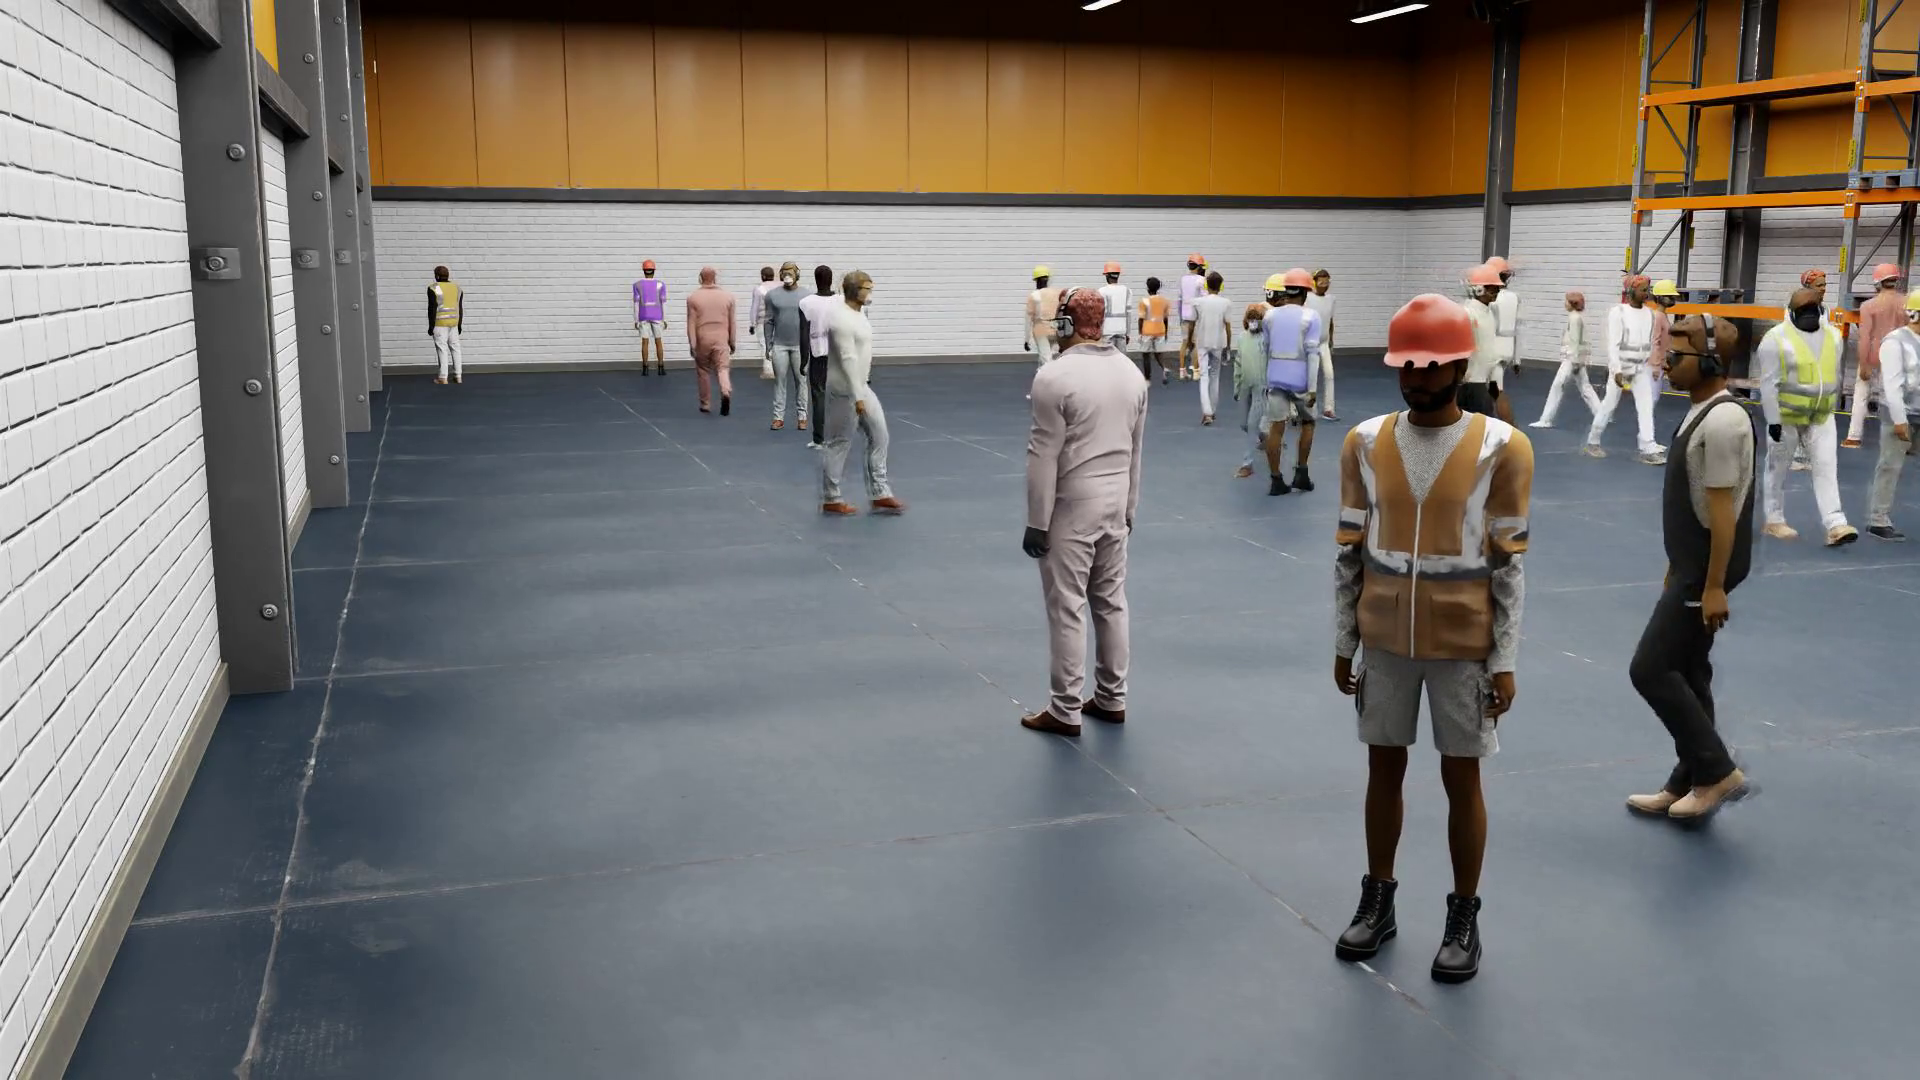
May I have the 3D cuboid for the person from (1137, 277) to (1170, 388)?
[{"bbox_3d":[2.930,-3.119,25.051,0.546,1.680,0.560,-4,11,-24],"label":"person"}]

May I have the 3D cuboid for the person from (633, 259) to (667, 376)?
[{"bbox_3d":[-5.159,-3.704,27.731,0.551,1.932,0.378,-2,10,-10],"label":"person"}]

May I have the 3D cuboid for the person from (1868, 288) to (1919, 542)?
[{"bbox_3d":[6.725,-0.848,11.572,0.604,1.809,0.719,-4,10,-20],"label":"person"}]

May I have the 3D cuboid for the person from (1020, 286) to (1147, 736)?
[{"bbox_3d":[0.506,-0.123,7.118,0.645,1.903,0.402,-10,14,-44],"label":"person"}]

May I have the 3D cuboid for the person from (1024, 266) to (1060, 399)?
[{"bbox_3d":[1.184,-2.803,22.734,0.591,1.874,1.005,-7,12,-34],"label":"person"}]

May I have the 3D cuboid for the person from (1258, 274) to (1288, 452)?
[{"bbox_3d":[3.222,-1.830,17.189,0.404,1.829,0.591,8,13,40],"label":"person"}]

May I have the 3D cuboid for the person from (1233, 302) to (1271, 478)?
[{"bbox_3d":[2.755,-1.385,15.257,0.613,1.608,0.515,-8,13,-38],"label":"person"}]

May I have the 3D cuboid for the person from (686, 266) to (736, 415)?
[{"bbox_3d":[-3.133,-2.519,21.048,0.646,1.881,0.868,-3,10,-18],"label":"person"}]

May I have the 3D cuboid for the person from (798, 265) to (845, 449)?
[{"bbox_3d":[-1.391,-1.895,17.319,0.591,1.915,0.393,-4,10,-20],"label":"person"}]

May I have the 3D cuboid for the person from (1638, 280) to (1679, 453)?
[{"bbox_3d":[7.192,-1.788,17.128,0.314,1.769,0.524,5,11,27],"label":"person"}]

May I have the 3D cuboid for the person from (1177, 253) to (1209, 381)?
[{"bbox_3d":[3.764,-3.575,26.704,0.392,2.034,0.607,-10,14,-44],"label":"person"}]

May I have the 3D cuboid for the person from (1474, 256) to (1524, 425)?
[{"bbox_3d":[5.350,-1.872,16.952,0.634,1.991,1.011,-6,12,-33],"label":"person"}]

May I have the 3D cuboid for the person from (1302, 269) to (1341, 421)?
[{"bbox_3d":[4.397,-2.357,20.217,0.501,1.832,0.805,-2,10,-14],"label":"person"}]

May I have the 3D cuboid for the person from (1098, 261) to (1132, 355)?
[{"bbox_3d":[2.097,-2.878,22.952,0.551,1.932,0.378,-5,11,-29],"label":"person"}]

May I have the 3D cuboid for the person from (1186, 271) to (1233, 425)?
[{"bbox_3d":[2.985,-2.295,19.905,0.532,1.831,0.958,1,10,3],"label":"person"}]

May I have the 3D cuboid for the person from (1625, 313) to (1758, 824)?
[{"bbox_3d":[2.580,0.118,5.899,0.398,1.832,0.553,3,10,17],"label":"person"}]

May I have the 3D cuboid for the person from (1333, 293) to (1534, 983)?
[{"bbox_3d":[1.302,0.280,4.691,0.542,1.932,0.382,6,11,31],"label":"person"}]

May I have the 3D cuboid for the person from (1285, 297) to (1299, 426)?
[{"bbox_3d":[3.845,-2.114,19.533,0.499,1.583,0.857,2,10,11],"label":"person"}]

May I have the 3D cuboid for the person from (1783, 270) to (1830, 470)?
[{"bbox_3d":[7.997,-1.604,15.728,0.574,1.883,0.356,-6,11,-30],"label":"person"}]

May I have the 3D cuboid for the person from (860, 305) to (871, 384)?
[{"bbox_3d":[-1.649,-3.207,25.873,0.528,1.579,0.908,-5,11,-25],"label":"person"}]

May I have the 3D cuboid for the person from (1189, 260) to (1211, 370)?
[{"bbox_3d":[4.180,-3.924,29.025,0.588,1.928,0.384,4,11,22],"label":"person"}]

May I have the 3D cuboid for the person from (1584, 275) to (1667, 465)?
[{"bbox_3d":[6.536,-1.671,16.285,0.580,1.838,0.998,-3,10,-16],"label":"person"}]

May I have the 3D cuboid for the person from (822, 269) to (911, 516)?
[{"bbox_3d":[-0.718,-1.112,12.814,0.807,1.913,0.634,3,10,15],"label":"person"}]

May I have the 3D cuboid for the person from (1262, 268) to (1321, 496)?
[{"bbox_3d":[2.835,-1.339,14.105,0.561,1.906,0.677,7,12,35],"label":"person"}]

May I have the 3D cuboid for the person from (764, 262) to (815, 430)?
[{"bbox_3d":[-1.955,-2.233,19.205,0.627,1.941,0.371,0,10,2],"label":"person"}]

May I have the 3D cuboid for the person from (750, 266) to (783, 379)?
[{"bbox_3d":[-3.129,-3.546,27.140,0.631,1.843,0.431,-8,13,-40],"label":"person"}]

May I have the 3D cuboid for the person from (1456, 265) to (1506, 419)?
[{"bbox_3d":[4.455,-1.427,14.543,1.044,1.948,0.629,6,12,32],"label":"person"}]

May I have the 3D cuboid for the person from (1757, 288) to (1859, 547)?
[{"bbox_3d":[5.904,-0.841,11.578,0.639,1.790,0.940,-1,10,-5],"label":"person"}]

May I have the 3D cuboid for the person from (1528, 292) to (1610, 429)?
[{"bbox_3d":[7.140,-2.077,19.298,0.877,1.598,0.525,5,11,27],"label":"person"}]

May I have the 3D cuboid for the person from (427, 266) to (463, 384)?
[{"bbox_3d":[-8.066,-3.360,26.012,0.429,1.841,0.634,7,12,35],"label":"person"}]

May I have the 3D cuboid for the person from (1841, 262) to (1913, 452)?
[{"bbox_3d":[9.494,-1.864,17.040,0.619,1.966,0.972,0,10,-3],"label":"person"}]
